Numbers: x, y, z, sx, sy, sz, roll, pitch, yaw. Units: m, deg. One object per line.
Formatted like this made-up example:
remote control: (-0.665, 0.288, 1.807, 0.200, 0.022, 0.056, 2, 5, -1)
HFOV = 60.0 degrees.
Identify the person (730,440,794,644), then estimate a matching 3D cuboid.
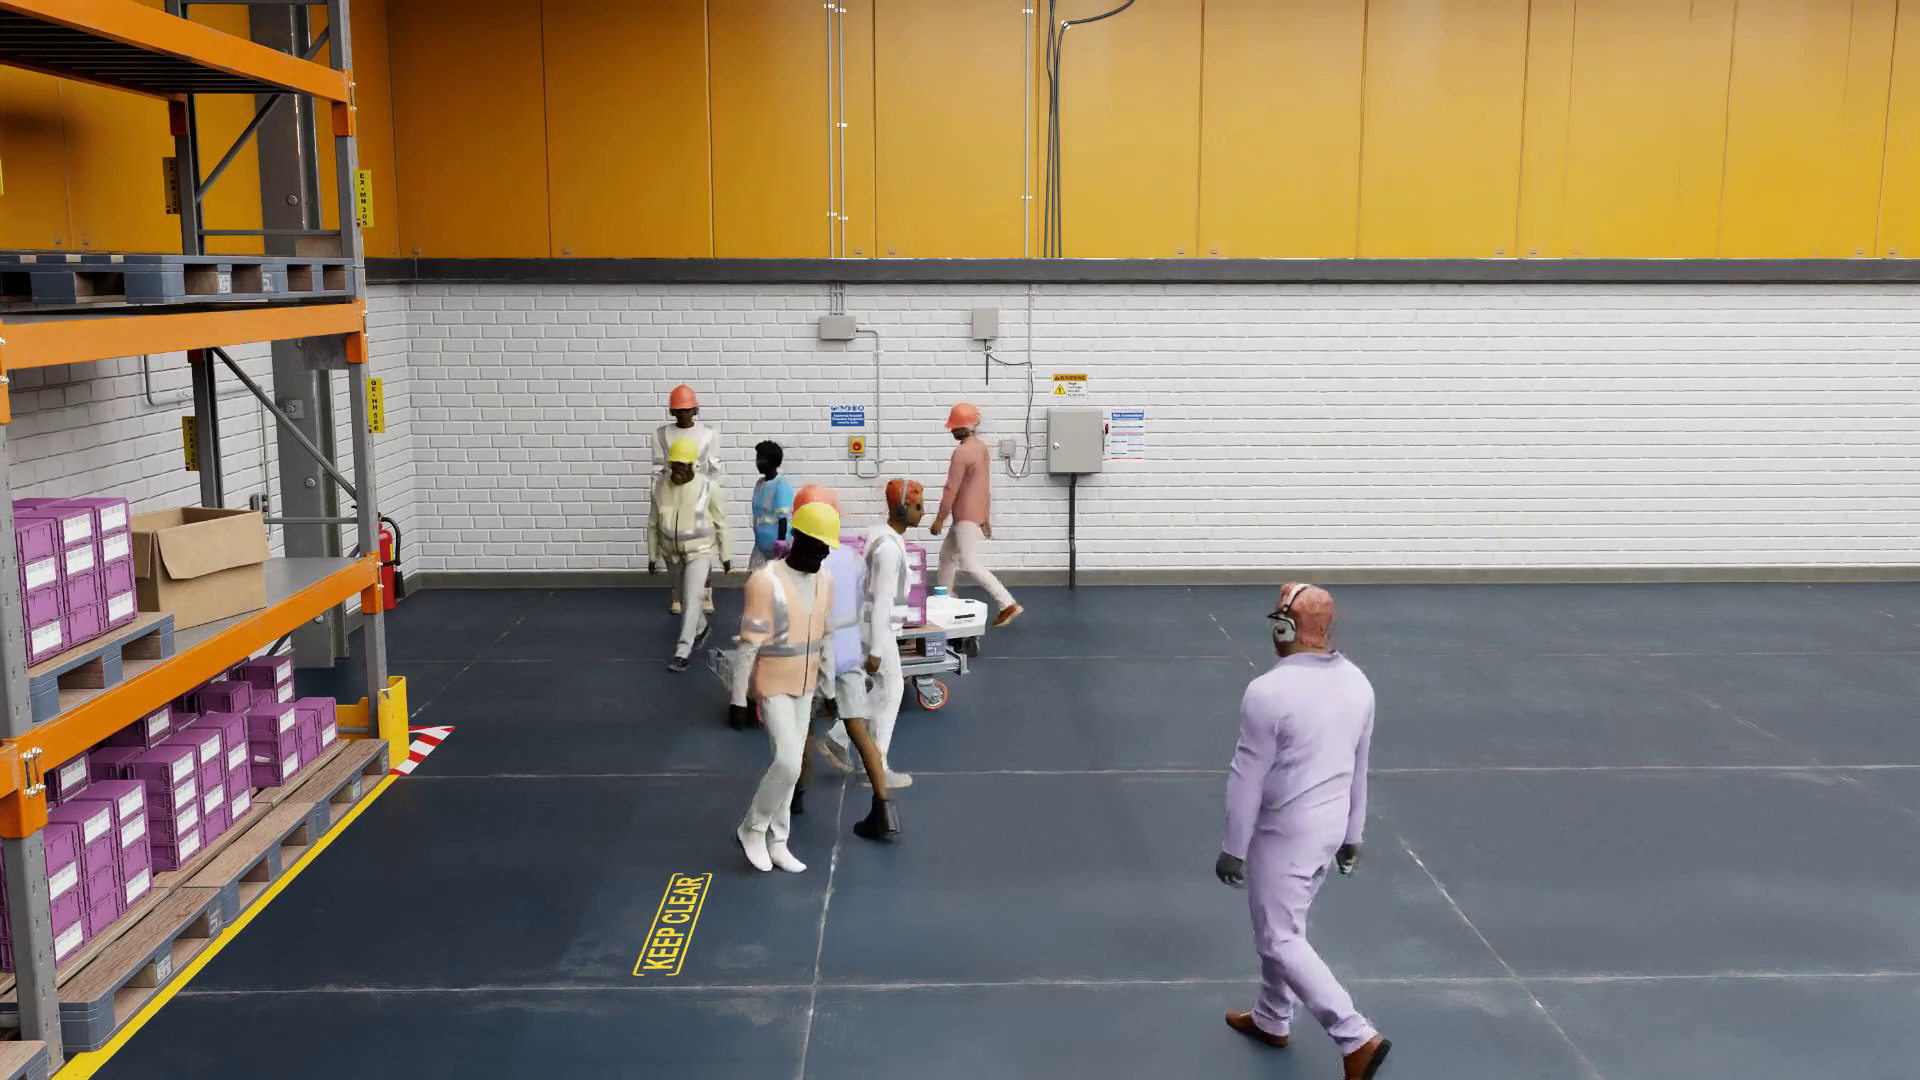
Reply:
person: (-1.465, 0.012, 13.493, 0.792, 1.665, 0.535, -6, 11, -34)

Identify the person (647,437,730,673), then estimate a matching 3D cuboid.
person: (-2.090, 0.071, 12.829, 0.610, 1.787, 0.983, 3, 10, 15)

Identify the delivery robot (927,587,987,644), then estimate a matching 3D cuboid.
delivery robot: (-0.148, 0.607, 12.960, 0.707, 0.478, 0.477, -5, 10, -28)

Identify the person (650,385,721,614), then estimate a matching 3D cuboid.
person: (-2.401, -0.347, 14.606, 0.610, 2.030, 0.409, -1, 9, -8)

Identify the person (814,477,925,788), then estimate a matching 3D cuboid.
person: (-0.505, 0.544, 9.693, 0.605, 1.847, 0.595, -1, 9, -3)

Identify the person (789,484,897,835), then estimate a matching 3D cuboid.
person: (-0.682, 0.644, 8.980, 0.556, 1.884, 1.006, -8, 12, -42)

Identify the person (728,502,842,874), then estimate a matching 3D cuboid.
person: (-0.842, 0.747, 8.304, 0.464, 1.885, 0.669, 7, 11, 35)

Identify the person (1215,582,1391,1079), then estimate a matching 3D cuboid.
person: (1.299, 1.098, 6.193, 0.650, 1.878, 0.811, -8, 12, -41)

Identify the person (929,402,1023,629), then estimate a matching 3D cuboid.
person: (0.078, -0.216, 14.115, 0.985, 1.923, 0.587, 3, 10, 15)
